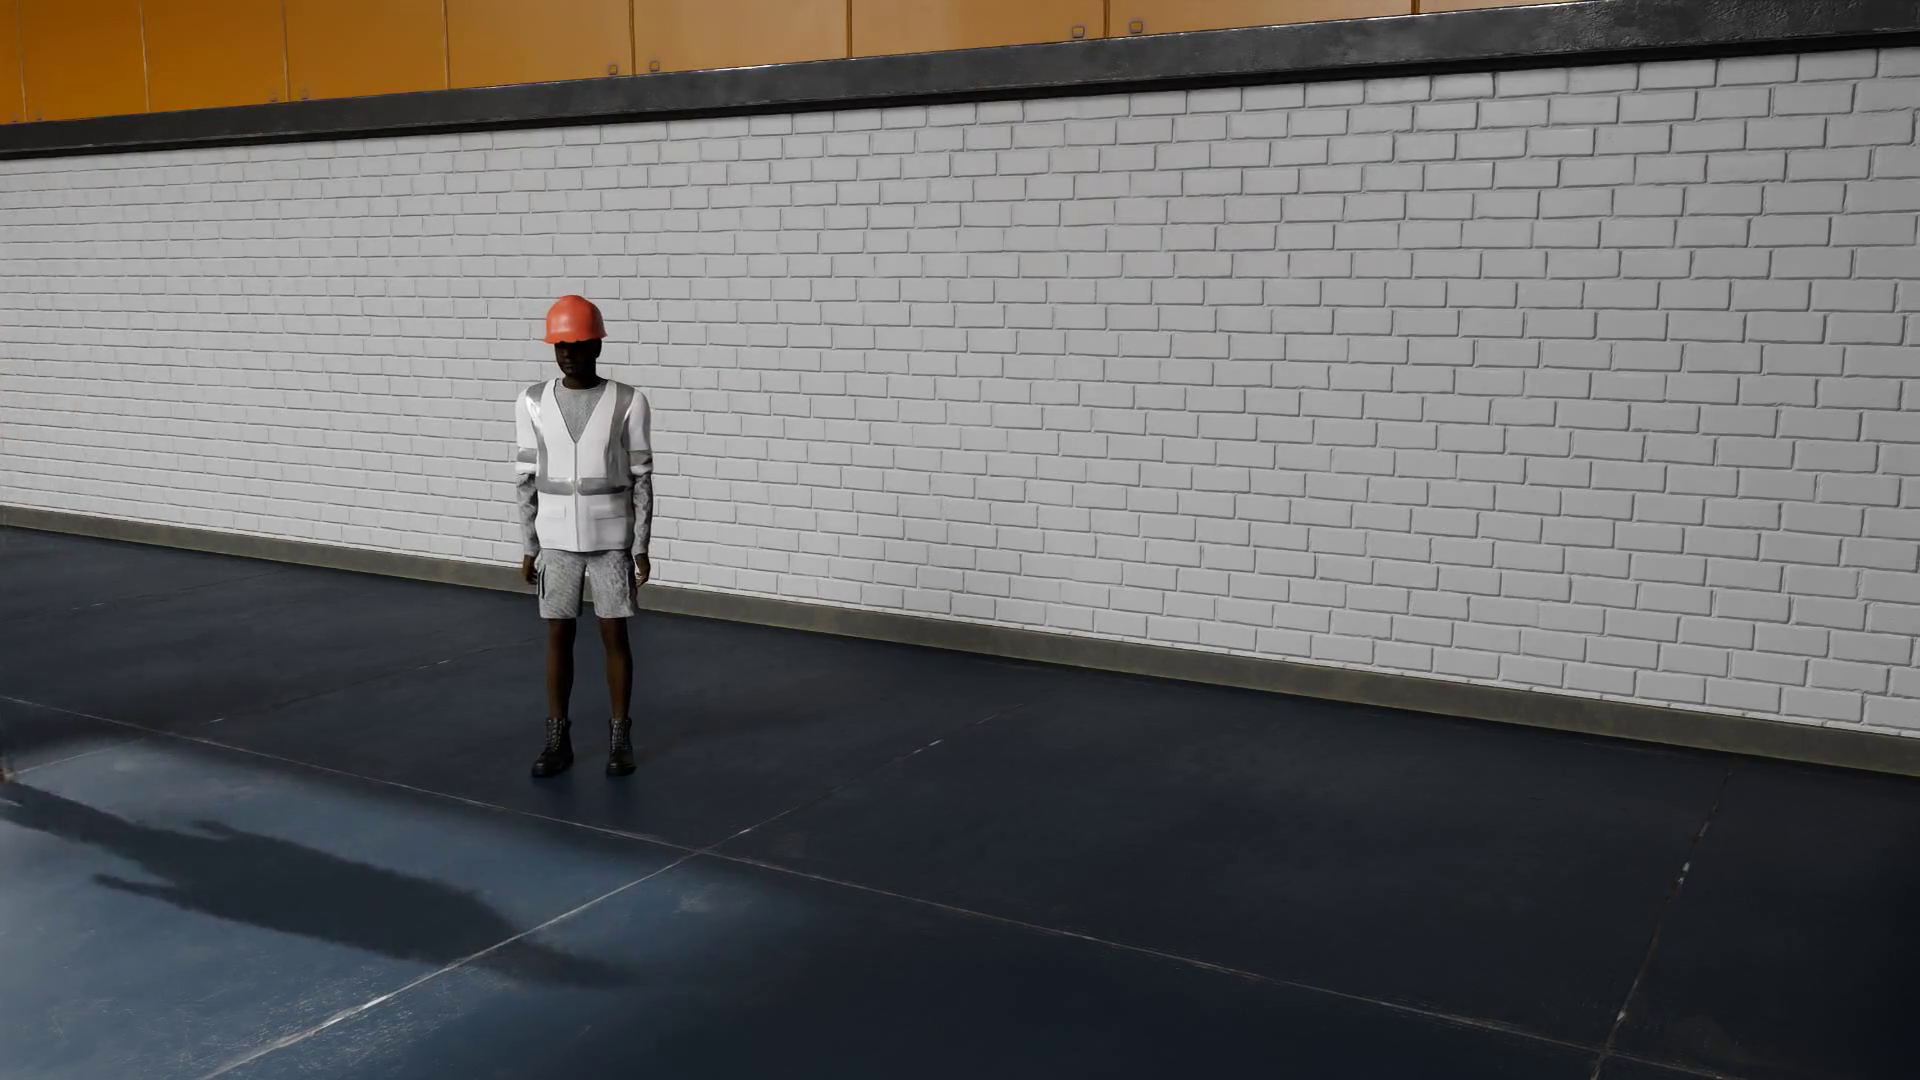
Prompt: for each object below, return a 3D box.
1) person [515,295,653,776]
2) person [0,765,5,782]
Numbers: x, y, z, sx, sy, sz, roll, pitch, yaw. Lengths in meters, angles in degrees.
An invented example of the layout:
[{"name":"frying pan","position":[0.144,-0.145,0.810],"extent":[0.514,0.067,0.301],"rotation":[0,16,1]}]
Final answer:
[{"name":"person","position":[-1.503,-0.005,6.674],"extent":[0.547,1.938,0.379],"rotation":[0,9,-1]},{"name":"person","position":[-4.235,0.106,6.429],"extent":[0.933,1.795,0.636],"rotation":[-3,10,-19]}]
